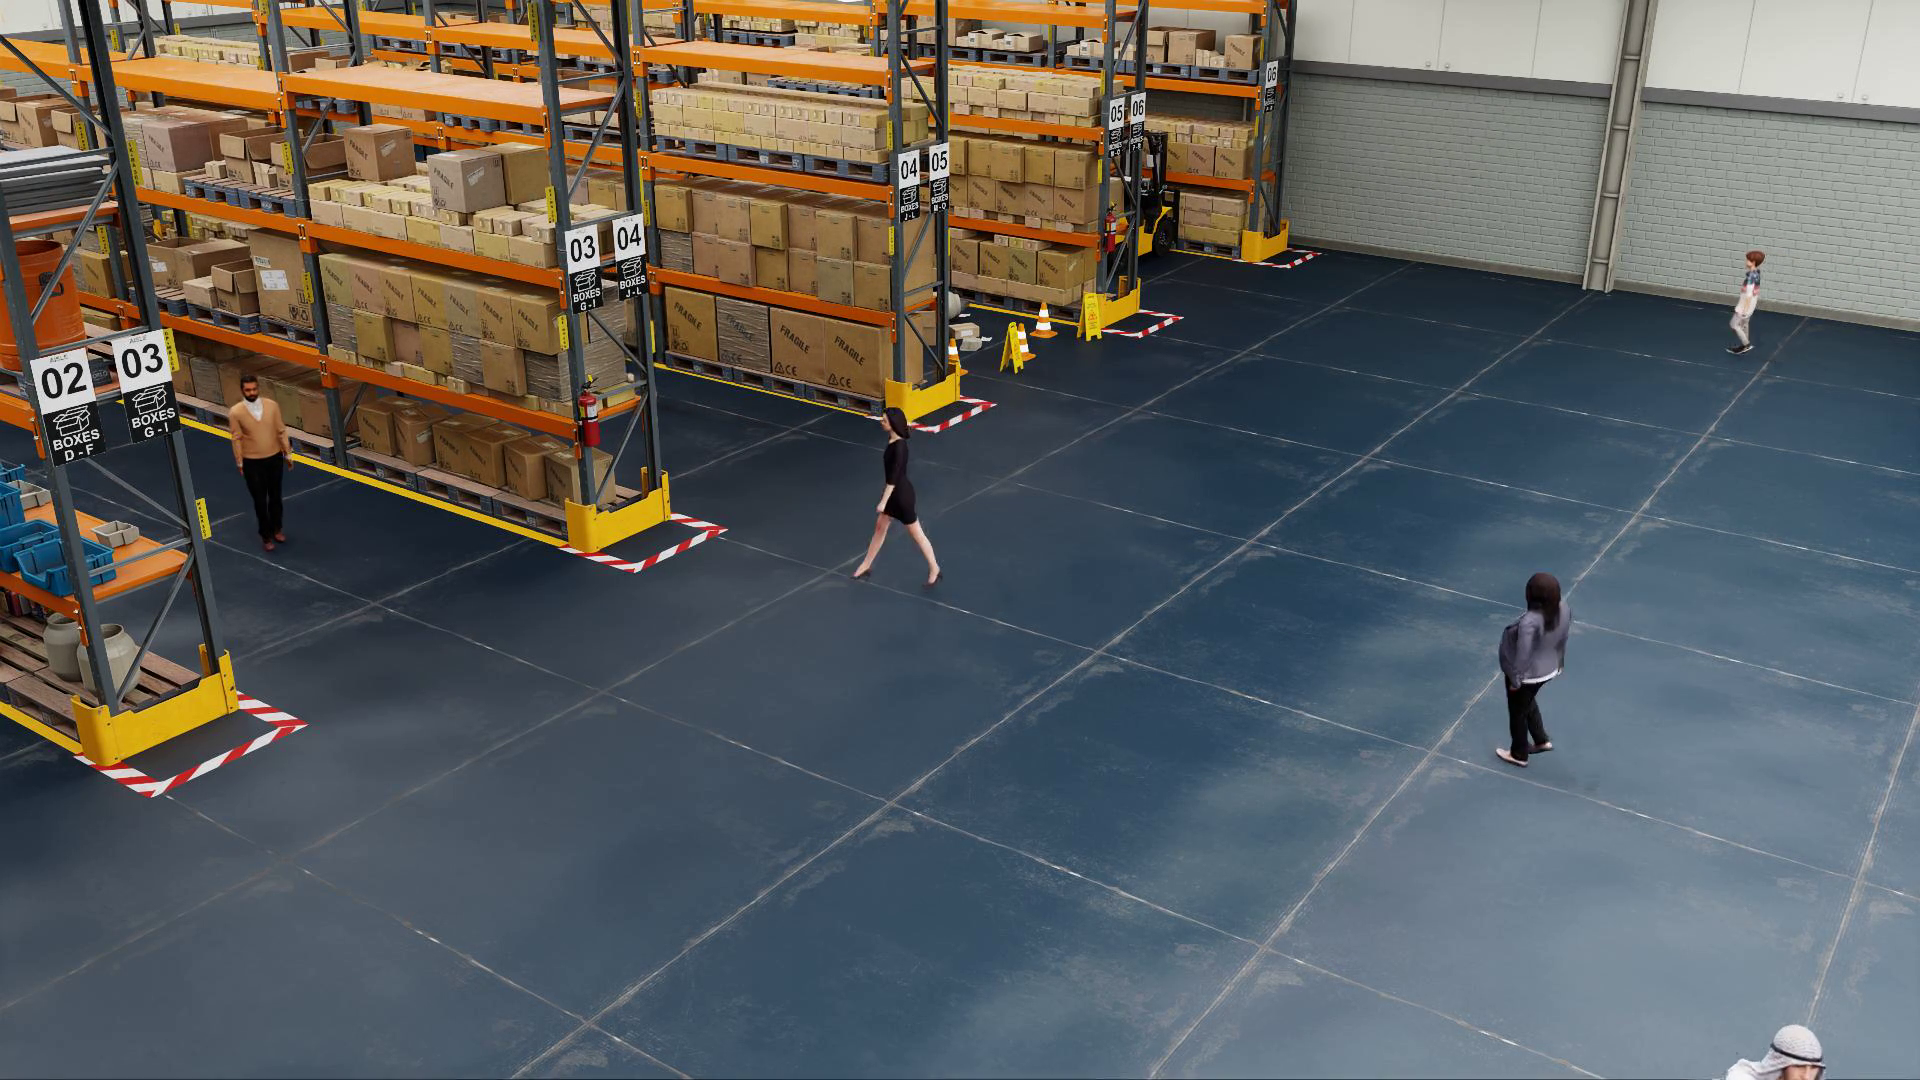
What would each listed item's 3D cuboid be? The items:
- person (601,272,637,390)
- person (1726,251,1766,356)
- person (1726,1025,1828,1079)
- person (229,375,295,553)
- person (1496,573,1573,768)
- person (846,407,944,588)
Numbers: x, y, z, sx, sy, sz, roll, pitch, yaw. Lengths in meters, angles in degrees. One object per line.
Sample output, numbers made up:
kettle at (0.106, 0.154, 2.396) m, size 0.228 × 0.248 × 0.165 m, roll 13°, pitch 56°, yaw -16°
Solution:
person at (-4.322, -2.507, 20.564) m, size 0.889 × 1.649 × 0.659 m, roll 11°, pitch 26°, yaw 25°
person at (10.675, -3.179, 22.419) m, size 0.550 × 1.434 × 0.535 m, roll 16°, pitch 28°, yaw 33°
person at (3.544, 2.914, 7.484) m, size 0.878 × 1.910 × 0.935 m, roll 3°, pitch 23°, yaw 8°
person at (-6.914, -0.809, 16.460) m, size 0.776 × 1.736 × 0.876 m, roll -18°, pitch 29°, yaw -35°
person at (4.324, 0.994, 12.411) m, size 0.774 × 1.587 × 0.801 m, roll -17°, pitch 28°, yaw -34°
person at (-0.457, -0.331, 15.321) m, size 1.175 × 1.748 × 1.085 m, roll -3°, pitch 23°, yaw -7°
